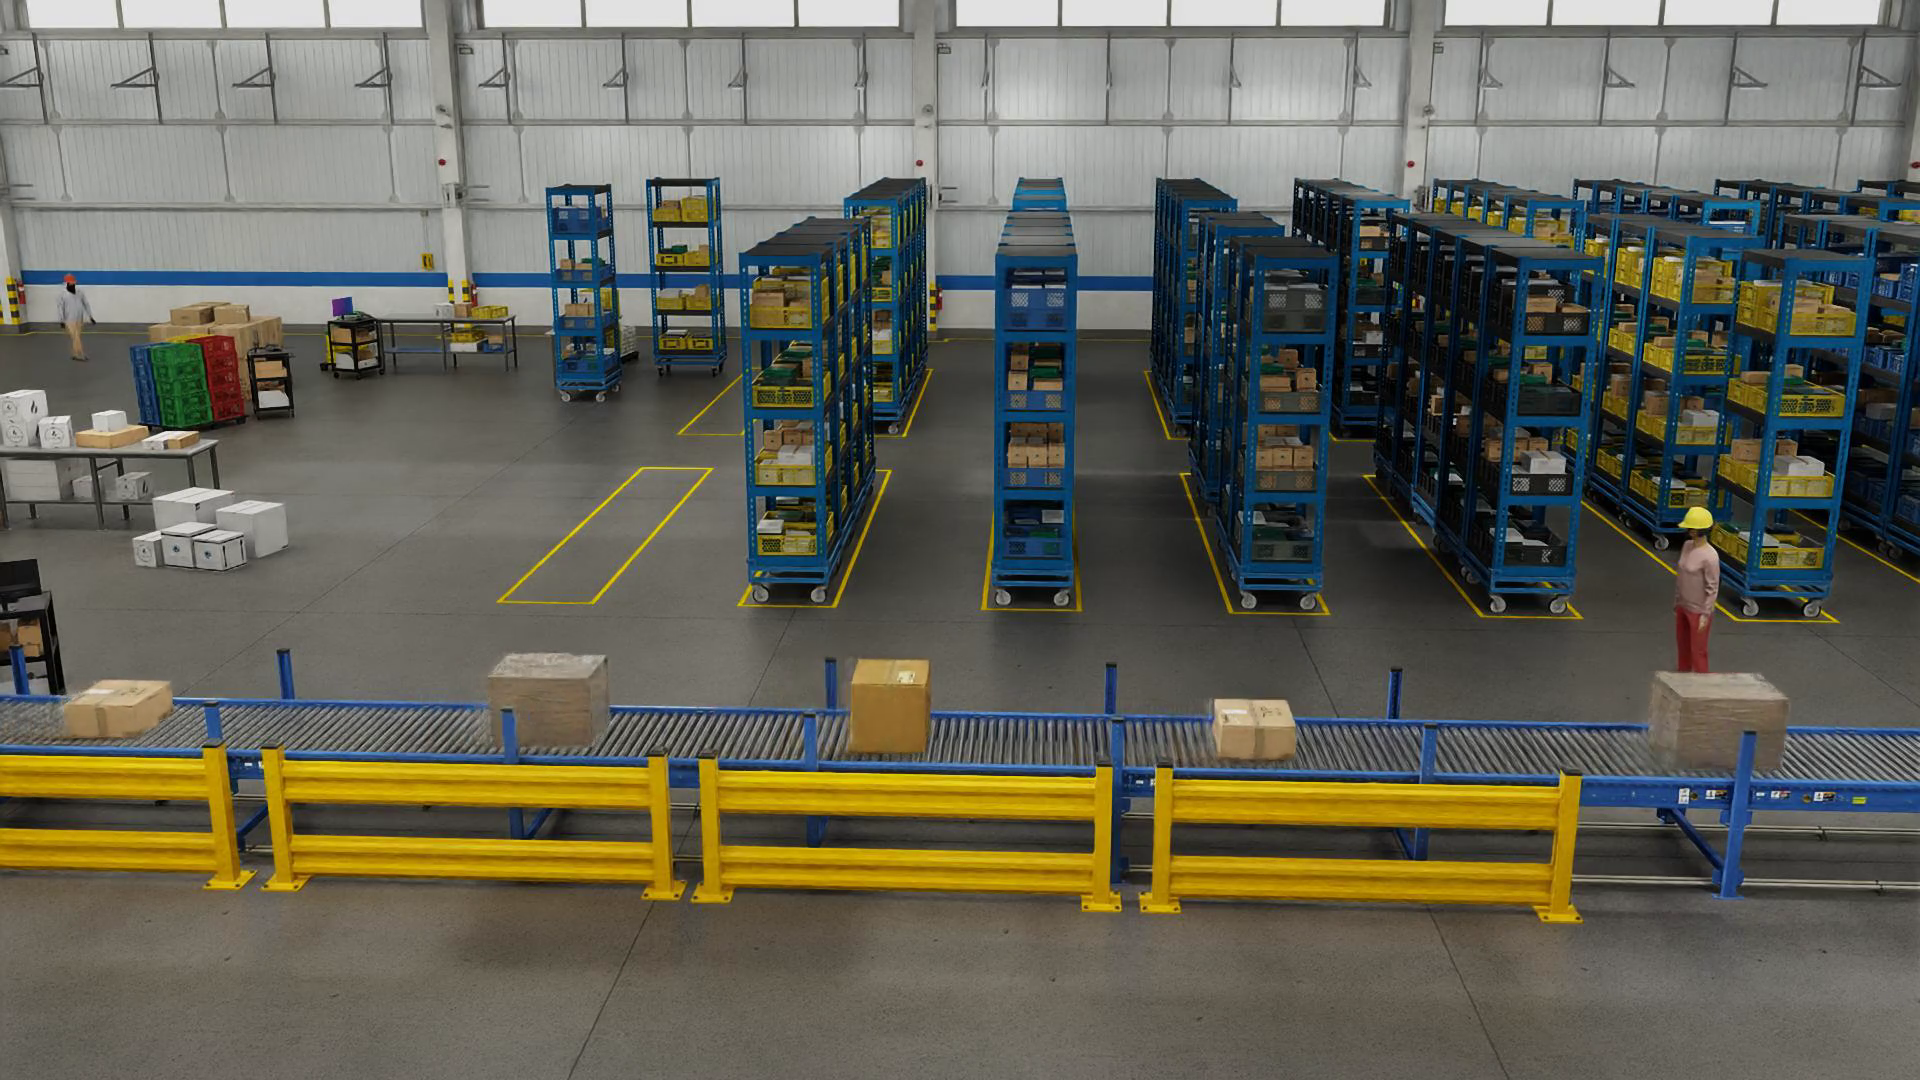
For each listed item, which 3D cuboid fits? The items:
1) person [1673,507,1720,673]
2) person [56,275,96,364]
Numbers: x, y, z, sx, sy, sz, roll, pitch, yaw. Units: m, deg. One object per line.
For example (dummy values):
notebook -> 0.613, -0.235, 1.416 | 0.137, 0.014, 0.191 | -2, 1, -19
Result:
person -> 6.175, 0.582, 14.039 | 0.329, 1.765, 0.526 | -1, 15, -4
person -> -17.086, -4.280, 32.184 | 0.889, 1.701, 0.579 | 8, 17, 27
